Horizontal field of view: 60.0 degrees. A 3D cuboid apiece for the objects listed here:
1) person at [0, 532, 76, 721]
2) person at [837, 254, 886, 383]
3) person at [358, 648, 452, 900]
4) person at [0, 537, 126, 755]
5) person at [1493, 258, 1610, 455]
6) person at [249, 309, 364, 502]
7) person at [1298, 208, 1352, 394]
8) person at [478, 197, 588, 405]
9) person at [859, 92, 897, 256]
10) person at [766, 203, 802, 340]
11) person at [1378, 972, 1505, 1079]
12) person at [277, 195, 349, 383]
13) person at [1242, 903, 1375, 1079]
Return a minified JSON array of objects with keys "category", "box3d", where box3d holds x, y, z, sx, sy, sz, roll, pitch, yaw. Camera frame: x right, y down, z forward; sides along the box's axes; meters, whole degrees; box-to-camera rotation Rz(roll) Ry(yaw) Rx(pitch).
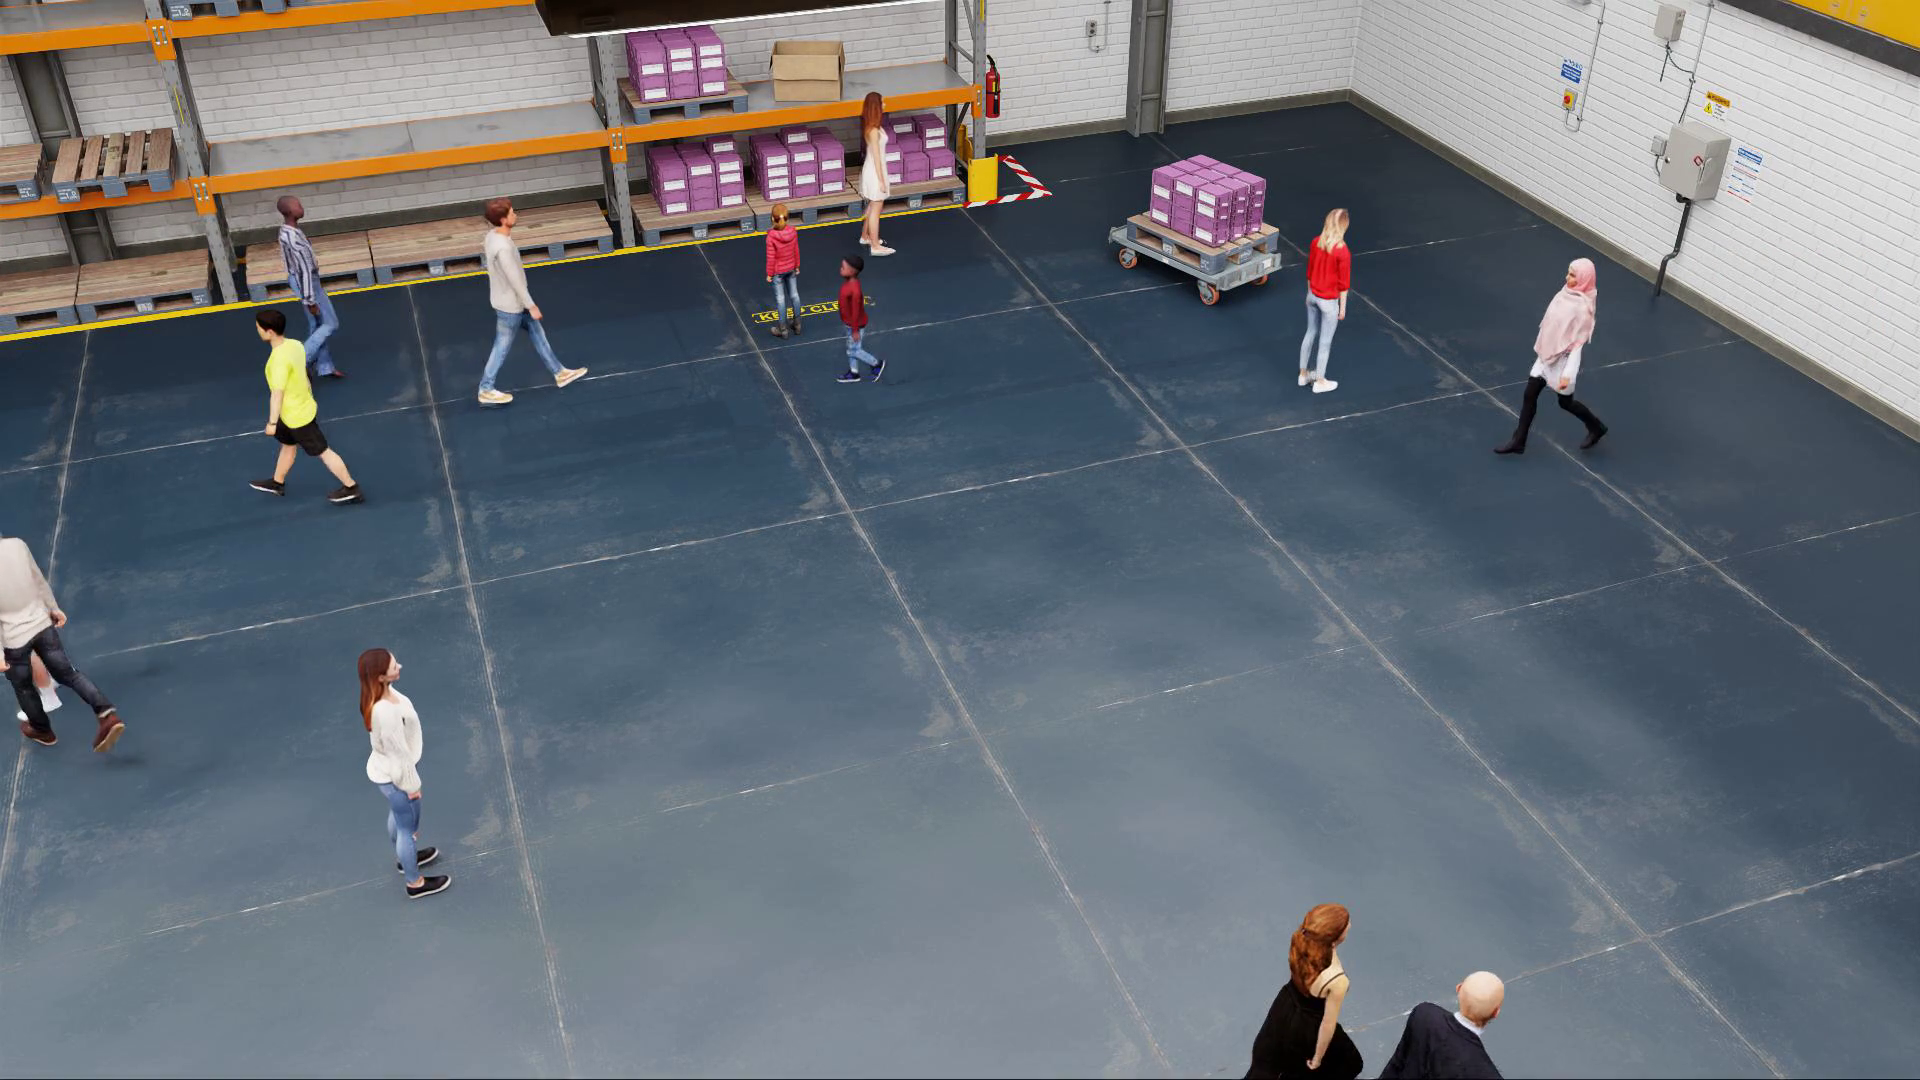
[{"category":"person","box3d":[-6.157,0.392,10.889,0.768,1.829,0.714,-21,39,-28]},{"category":"person","box3d":[-0.884,-1.965,14.892,0.681,1.247,0.562,-7,34,-10]},{"category":"person","box3d":[-3.235,1.326,9.541,0.598,1.689,0.639,-17,37,-24]},{"category":"person","box3d":[-5.813,0.619,10.473,1.224,1.835,1.155,12,35,17]},{"category":"person","box3d":[5.029,-1.458,13.657,1.245,1.770,0.840,-4,34,-5]},{"category":"person","box3d":[-5.125,-1.006,13.085,1.147,1.650,0.747,-6,34,-9]},{"category":"person","box3d":[3.229,-2.124,14.718,0.599,1.703,0.666,-21,39,-29]},{"category":"person","box3d":[-3.978,-2.012,14.415,1.216,1.852,0.705,-9,35,-14]},{"category":"person","box3d":[-0.903,-3.804,17.238,0.668,1.712,0.643,-4,34,-6]},{"category":"person","box3d":[-1.662,-2.545,15.701,0.517,1.317,0.637,-24,40,-31]},{"category":"person","box3d":[2.027,2.669,7.464,1.095,1.752,0.750,-16,37,-22]},{"category":"person","box3d":[-5.856,-2.172,14.720,0.751,1.782,0.708,-17,37,-24]},{"category":"person","box3d":[1.588,2.385,8.051,1.142,1.574,0.692,-17,37,-24]}]
